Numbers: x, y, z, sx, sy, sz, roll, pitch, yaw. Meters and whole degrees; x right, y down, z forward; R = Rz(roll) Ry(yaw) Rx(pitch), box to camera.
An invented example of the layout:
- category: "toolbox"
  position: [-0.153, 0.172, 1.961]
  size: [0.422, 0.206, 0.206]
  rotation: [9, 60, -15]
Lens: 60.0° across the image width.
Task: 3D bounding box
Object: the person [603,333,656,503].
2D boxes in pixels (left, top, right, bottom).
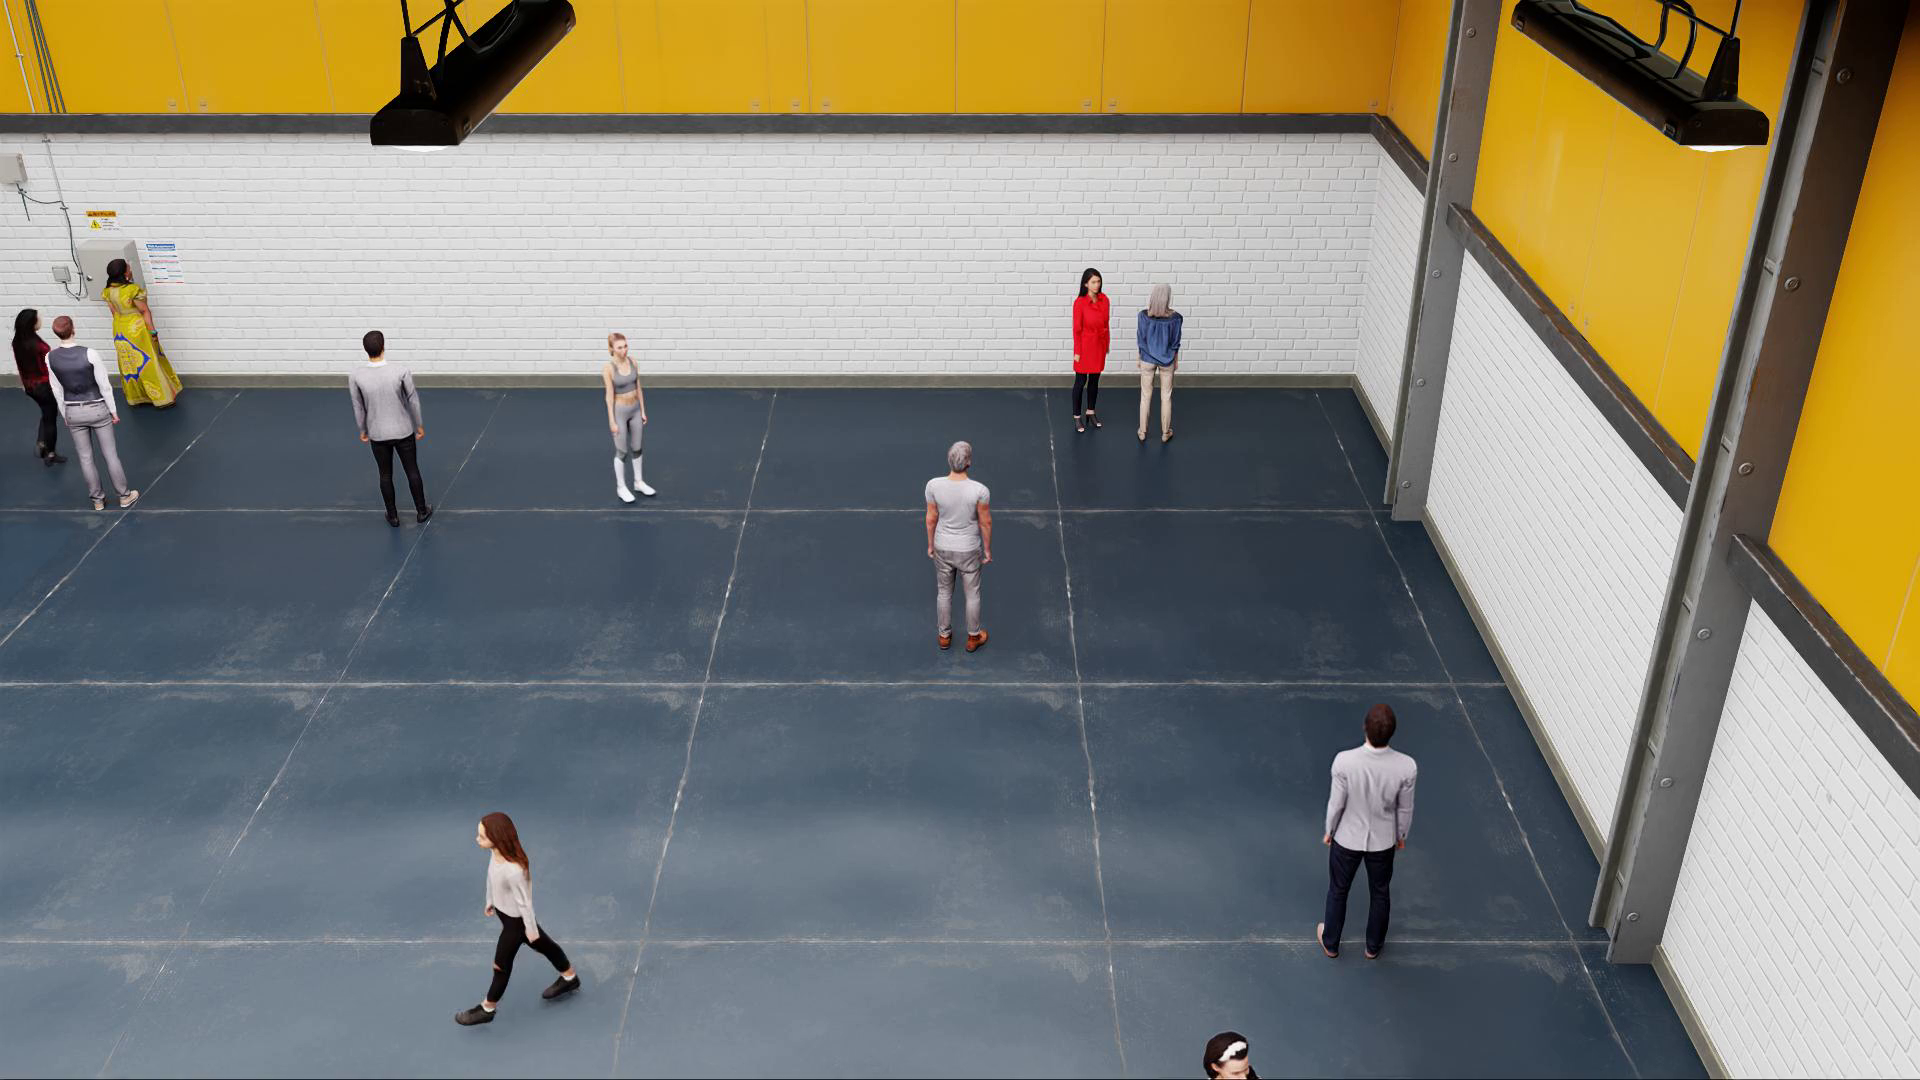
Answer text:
- category: "person"
  position: [-3.199, -1.191, 15.872]
  size: [0.696, 1.702, 0.627]
  rotation: [24, 36, 36]

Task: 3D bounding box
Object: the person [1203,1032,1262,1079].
- category: "person"
  position: [1.224, 3.056, 7.964]
  size: [0.857, 1.818, 0.912]
  rotation: [-22, 35, -34]

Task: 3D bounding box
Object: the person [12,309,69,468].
- category: "person"
  position: [-9.121, -1.449, 16.413]
  size: [0.697, 1.637, 0.733]
  rotation: [9, 30, 16]

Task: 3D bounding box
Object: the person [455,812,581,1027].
- category: "person"
  position: [-2.574, 2.214, 9.904]
  size: [0.930, 1.440, 1.004]
  rotation: [-15, 32, -25]

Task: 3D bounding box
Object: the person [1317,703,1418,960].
- category: "person"
  position: [2.492, 1.802, 10.226]
  size: [0.690, 1.853, 0.591]
  rotation: [2, 29, 4]

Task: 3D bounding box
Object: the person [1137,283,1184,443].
- category: "person"
  position: [2.026, -1.825, 17.038]
  size: [0.643, 1.697, 0.598]
  rotation: [4, 29, 7]

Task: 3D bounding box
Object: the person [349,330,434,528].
- category: "person"
  position: [-5.255, -1.027, 15.339]
  size: [0.799, 1.924, 0.731]
  rotation: [-7, 29, -13]

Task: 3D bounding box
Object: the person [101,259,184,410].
- category: "person"
  position: [-8.820, -2.213, 17.788]
  size: [0.935, 1.660, 0.884]
  rotation: [7, 29, 13]

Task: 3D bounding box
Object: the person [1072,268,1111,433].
- category: "person"
  position: [1.346, -1.981, 17.271]
  size: [0.728, 1.748, 0.765]
  rotation: [-17, 33, -28]

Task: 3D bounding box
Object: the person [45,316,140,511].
- category: "person"
  position: [-8.212, -1.205, 15.650]
  size: [0.704, 1.938, 0.643]
  rotation: [-6, 29, -11]

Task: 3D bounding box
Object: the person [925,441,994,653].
- category: "person"
  position: [-0.017, 0.060, 13.447]
  size: [0.737, 1.828, 0.630]
  rotation: [6, 29, 11]
